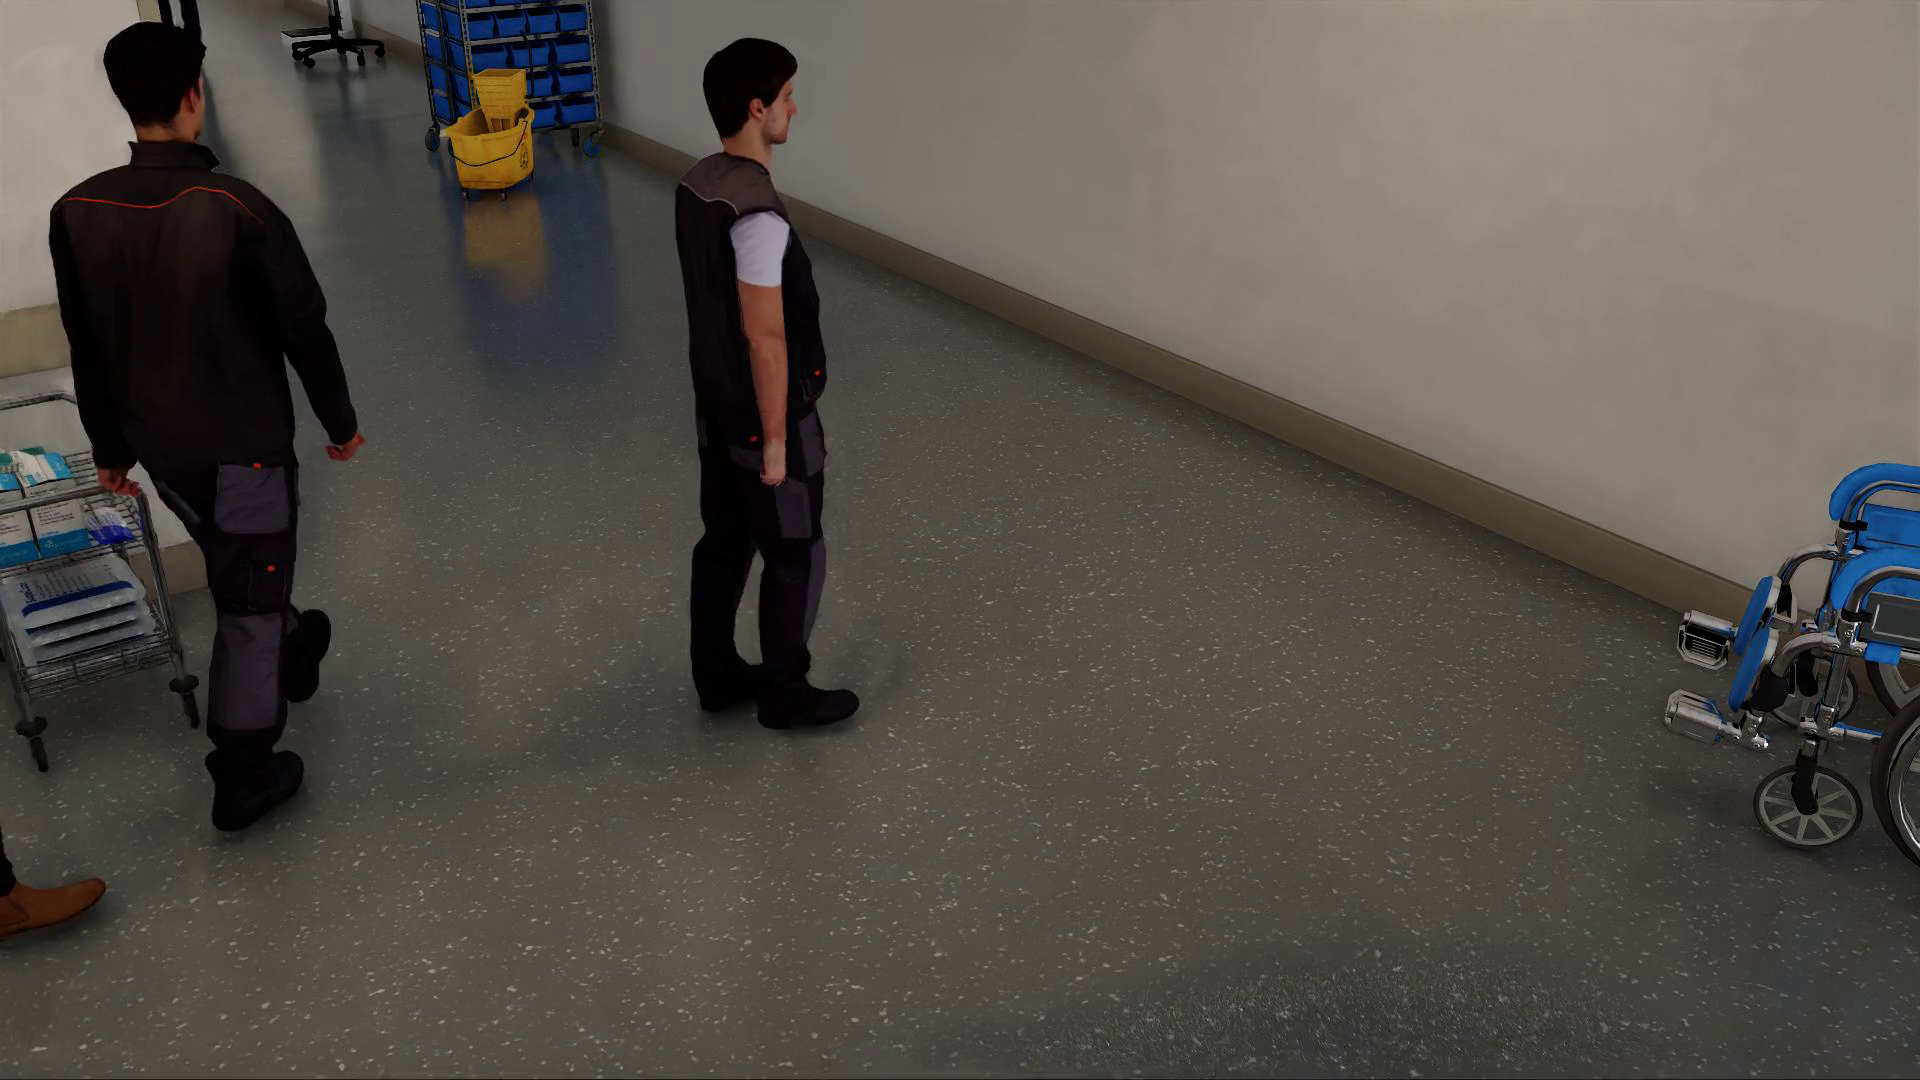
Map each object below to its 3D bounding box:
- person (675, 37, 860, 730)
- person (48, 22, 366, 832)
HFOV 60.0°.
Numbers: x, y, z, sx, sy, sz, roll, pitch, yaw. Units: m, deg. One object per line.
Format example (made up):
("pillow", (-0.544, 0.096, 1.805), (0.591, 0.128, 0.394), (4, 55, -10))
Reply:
("person", (-0.557, -0.354, 4.346), (0.616, 1.846, 0.665), (-16, 30, -30))
("person", (-1.807, -0.195, 3.937), (1.188, 1.914, 1.210), (2, 26, 4))
